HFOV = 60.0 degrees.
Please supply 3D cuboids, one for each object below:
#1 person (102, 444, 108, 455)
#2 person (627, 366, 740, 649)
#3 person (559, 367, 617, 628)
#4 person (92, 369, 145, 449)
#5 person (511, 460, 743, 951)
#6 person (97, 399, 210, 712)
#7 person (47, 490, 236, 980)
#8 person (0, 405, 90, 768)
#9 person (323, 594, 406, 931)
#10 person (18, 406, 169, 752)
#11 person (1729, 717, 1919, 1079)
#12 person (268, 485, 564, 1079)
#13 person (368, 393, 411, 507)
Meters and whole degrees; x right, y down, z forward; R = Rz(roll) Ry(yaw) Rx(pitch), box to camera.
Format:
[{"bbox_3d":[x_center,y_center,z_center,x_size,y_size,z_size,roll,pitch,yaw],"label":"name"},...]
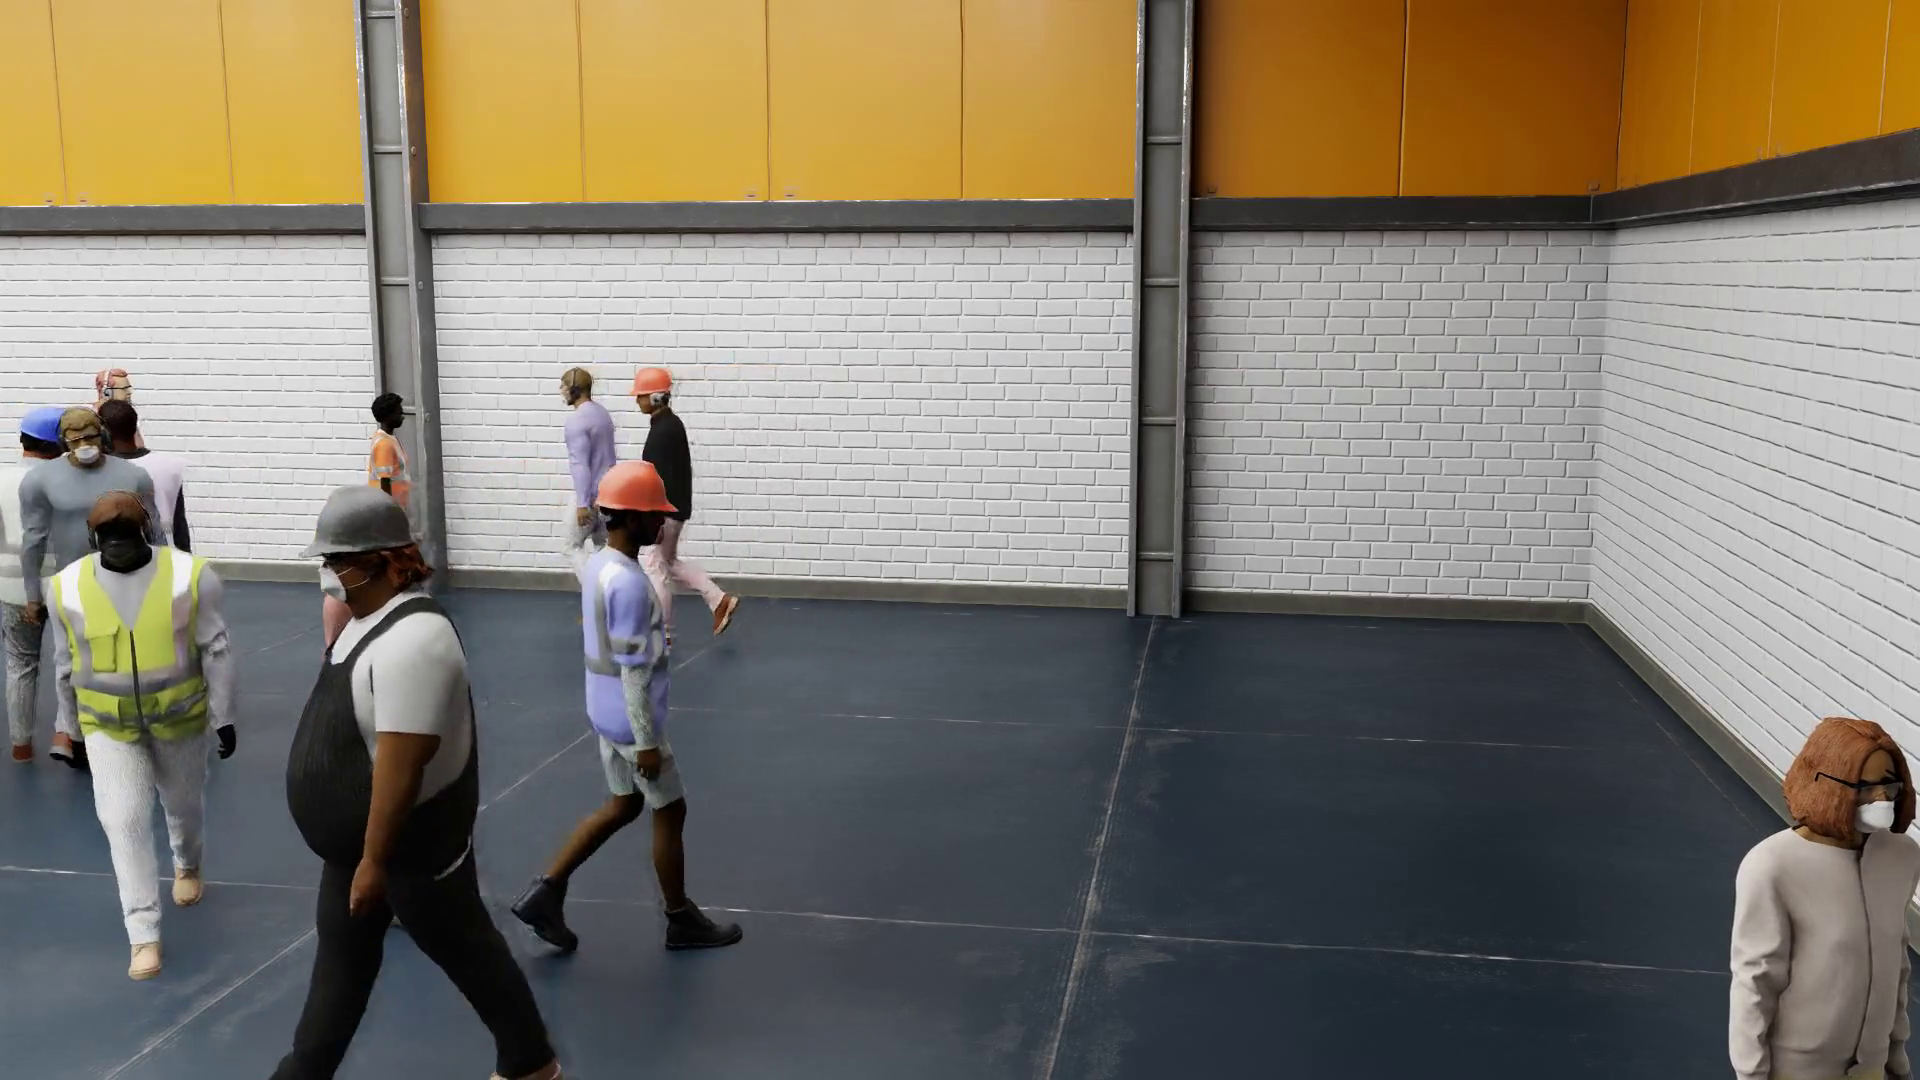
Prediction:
[{"bbox_3d":[-5.039,0.183,9.899,0.886,1.637,0.559,6,11,31],"label":"person"},{"bbox_3d":[-1.926,-0.208,11.371,0.683,1.970,0.628,0,9,-3],"label":"person"},{"bbox_3d":[-2.686,-0.307,12.186,0.481,1.911,0.635,1,9,9],"label":"person"},{"bbox_3d":[-6.033,-0.280,11.998,0.404,1.907,0.678,-2,9,-12],"label":"person"},{"bbox_3d":[-1.276,0.650,6.255,0.824,1.911,0.555,-4,10,-22],"label":"person"},{"bbox_3d":[-4.521,0.172,9.222,0.581,1.901,0.618,6,11,34],"label":"person"},{"bbox_3d":[-3.149,0.676,6.458,0.631,1.804,0.945,-4,10,-23],"label":"person"},{"bbox_3d":[-4.783,0.265,8.612,0.679,1.915,0.561,-2,9,-10],"label":"person"},{"bbox_3d":[-2.272,0.700,6.583,0.400,1.752,0.547,1,9,9],"label":"person"},{"bbox_3d":[-4.452,0.254,8.646,0.720,1.916,0.438,-9,13,-43],"label":"person"},{"bbox_3d":[1.940,1.192,3.746,0.507,1.633,0.277,-3,10,-20],"label":"person"},{"bbox_3d":[-1.694,0.793,4.957,1.018,2.000,0.697,-5,11,-30],"label":"person"},{"bbox_3d":[-4.310,-0.267,12.578,0.319,1.690,0.535,-2,10,-15],"label":"person"}]
